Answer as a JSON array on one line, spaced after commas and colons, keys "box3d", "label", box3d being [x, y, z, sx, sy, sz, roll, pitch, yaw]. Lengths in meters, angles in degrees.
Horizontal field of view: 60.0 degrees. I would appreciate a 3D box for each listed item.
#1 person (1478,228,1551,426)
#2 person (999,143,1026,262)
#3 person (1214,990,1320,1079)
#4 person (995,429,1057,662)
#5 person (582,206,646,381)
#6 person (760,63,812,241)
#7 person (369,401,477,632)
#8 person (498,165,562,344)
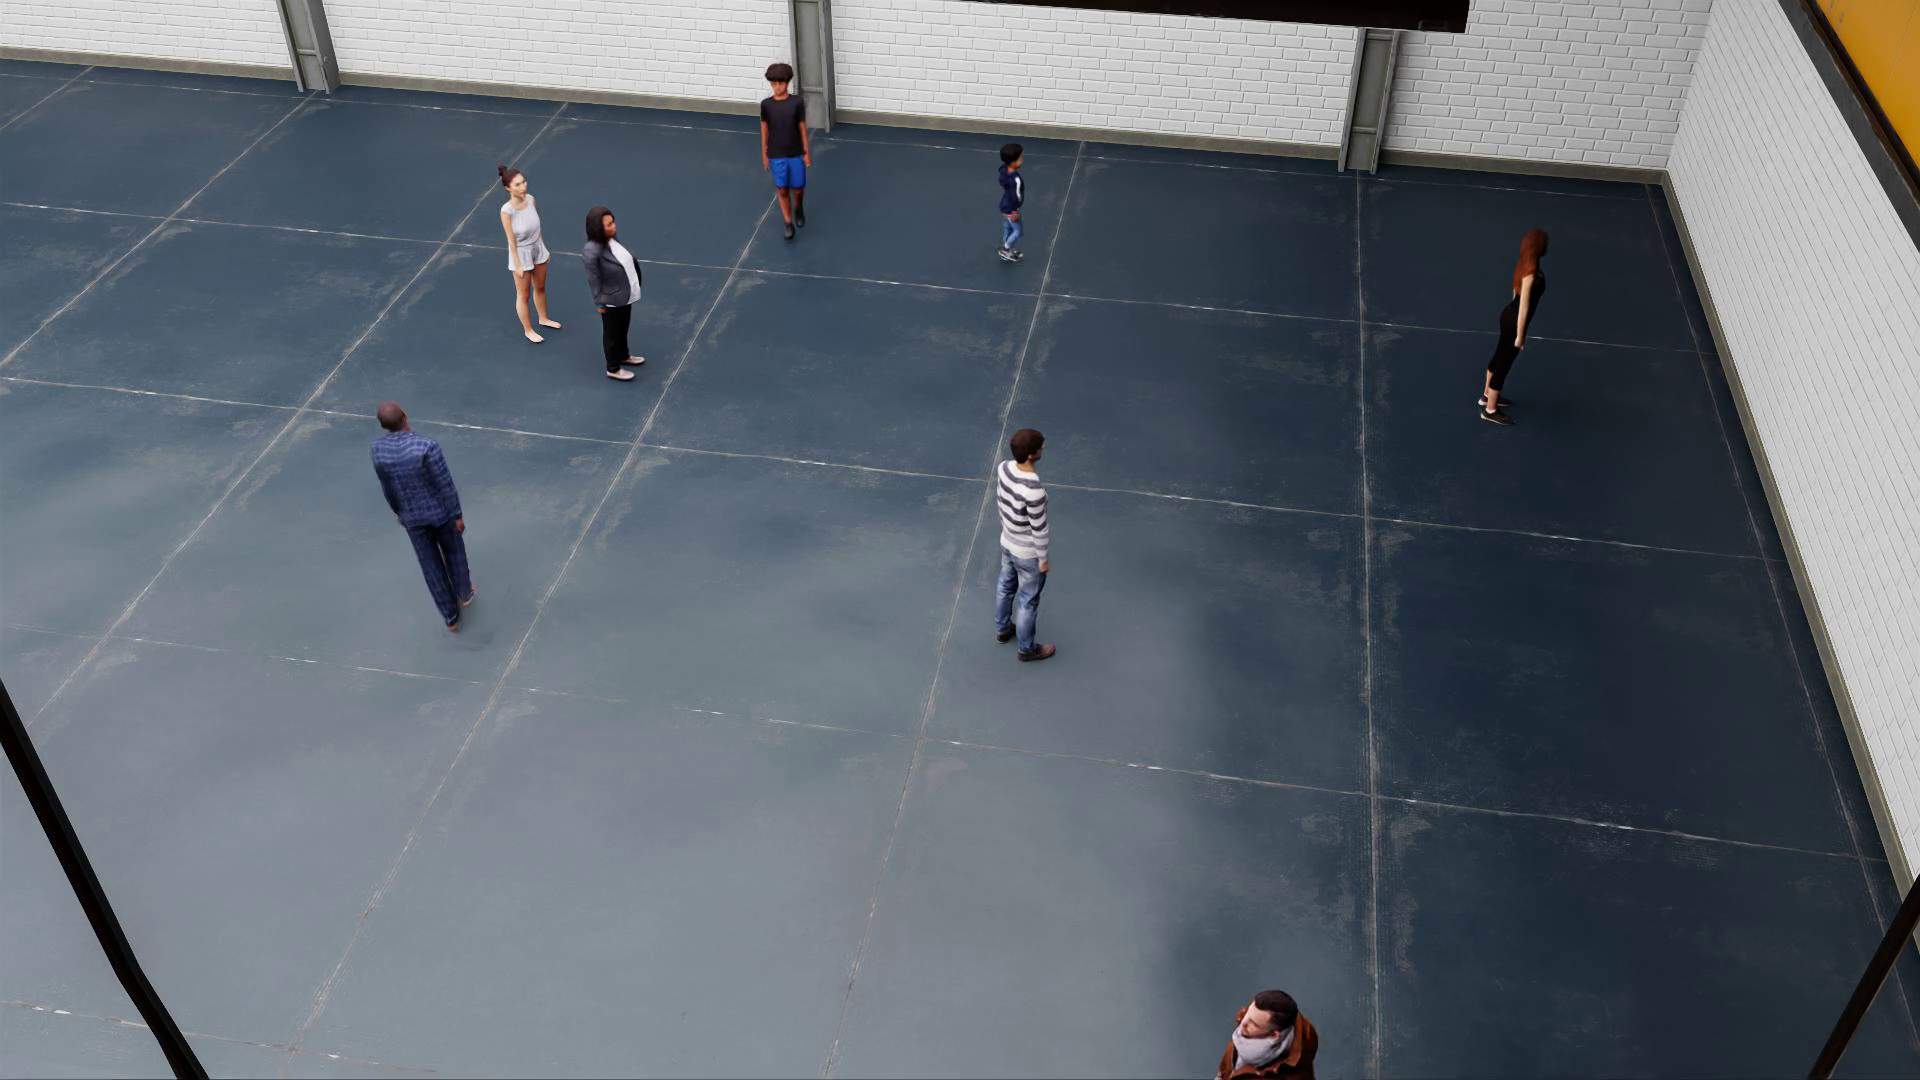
[{"box3d": [4.585, -1.791, 13.755, 0.515, 1.726, 0.564, 8, 39, 10], "label": "person"}, {"box3d": [0.448, -3.226, 15.959, 0.587, 1.218, 0.591, -8, 39, -9], "label": "person"}, {"box3d": [1.510, 2.754, 8.001, 1.075, 1.805, 0.927, -8, 39, -10], "label": "person"}, {"box3d": [0.427, 0.025, 11.379, 0.761, 1.855, 0.713, -22, 43, -25], "label": "person"}, {"box3d": [-2.987, -2.128, 14.282, 0.634, 1.595, 0.649, 7, 39, 9], "label": "person"}, {"box3d": [-1.687, -3.834, 16.260, 0.668, 1.792, 0.721, 2, 39, 2], "label": "person"}, {"box3d": [-3.730, -0.144, 11.644, 0.785, 1.788, 0.859, 3, 39, 4], "label": "person"}, {"box3d": [-3.863, -2.555, 14.808, 0.640, 1.605, 0.629, 18, 42, 22], "label": "person"}]
